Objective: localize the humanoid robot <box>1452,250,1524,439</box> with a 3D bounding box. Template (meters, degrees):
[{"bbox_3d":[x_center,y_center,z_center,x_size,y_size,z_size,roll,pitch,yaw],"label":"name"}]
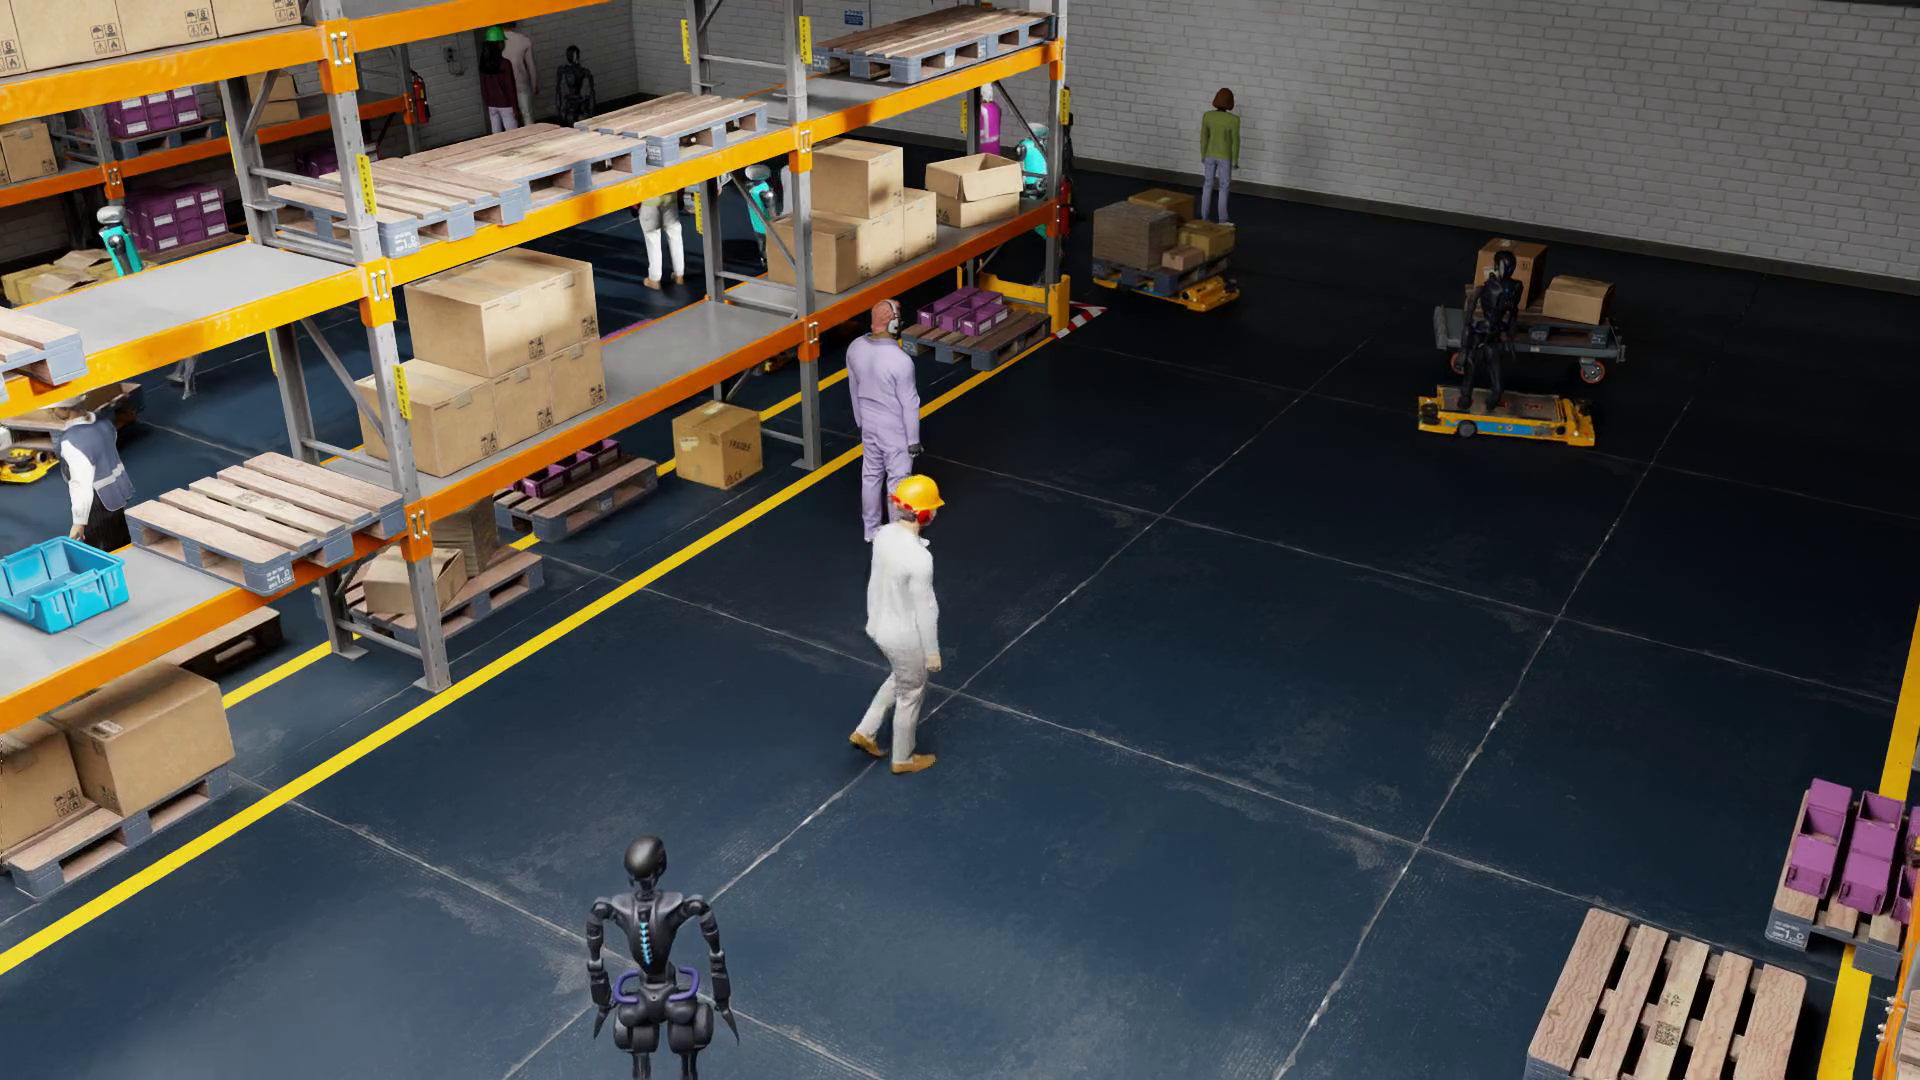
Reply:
[{"bbox_3d":[4.383,-1.633,13.861,0.609,1.643,0.339,-12,29,-23],"label":"humanoid robot"}]

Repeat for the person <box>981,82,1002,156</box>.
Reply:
[{"bbox_3d":[0.276,-4.430,19.194,0.367,1.841,0.528,18,32,32],"label":"person"}]

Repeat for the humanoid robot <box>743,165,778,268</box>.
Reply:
[{"bbox_3d":[-1.647,-2.728,16.026,0.815,1.832,0.530,-14,30,-26],"label":"humanoid robot"}]

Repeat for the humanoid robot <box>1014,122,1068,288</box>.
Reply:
[{"bbox_3d":[0.920,-3.373,17.288,0.695,1.857,0.548,17,31,29],"label":"humanoid robot"}]

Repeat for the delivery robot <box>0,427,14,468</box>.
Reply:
[{"bbox_3d":[-7.894,-0.648,13.162,0.517,0.598,0.769,10,29,19],"label":"delivery robot"}]

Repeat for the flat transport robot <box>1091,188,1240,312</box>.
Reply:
[{"bbox_3d":[2.170,-2.714,17.546,1.431,0.231,0.659,22,34,36],"label":"flat transport robot"}]

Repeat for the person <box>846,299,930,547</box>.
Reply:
[{"bbox_3d":[-0.507,-0.815,12.001,0.639,1.905,0.413,23,35,38],"label":"person"}]

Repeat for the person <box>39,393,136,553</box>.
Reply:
[{"bbox_3d":[-5.715,-0.242,11.031,0.441,1.755,0.746,-4,27,-8],"label":"person"}]

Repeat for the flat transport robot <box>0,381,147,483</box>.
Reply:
[{"bbox_3d":[-7.615,-0.865,13.903,0.659,0.231,1.431,5,27,9],"label":"flat transport robot"}]

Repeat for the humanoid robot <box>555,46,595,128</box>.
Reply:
[{"bbox_3d":[-5.027,-5.645,21.817,0.597,1.633,0.748,7,28,13],"label":"humanoid robot"}]

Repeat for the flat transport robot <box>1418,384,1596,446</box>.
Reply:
[{"bbox_3d":[4.687,-1.070,14.307,1.431,0.231,0.659,6,28,12],"label":"flat transport robot"}]

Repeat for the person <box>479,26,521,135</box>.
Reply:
[{"bbox_3d":[-5.882,-5.571,21.322,0.490,1.949,0.421,11,29,21],"label":"person"}]

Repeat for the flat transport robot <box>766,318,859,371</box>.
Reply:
[{"bbox_3d":[-1.658,-1.982,16.103,0.659,0.231,1.431,16,31,28],"label":"flat transport robot"}]

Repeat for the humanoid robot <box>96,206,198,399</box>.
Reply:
[{"bbox_3d":[-7.047,-2.098,14.722,0.765,1.788,0.535,-13,30,-24],"label":"humanoid robot"}]

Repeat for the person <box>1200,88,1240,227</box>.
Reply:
[{"bbox_3d":[3.037,-4.469,19.492,0.500,1.632,0.281,19,32,32],"label":"person"}]

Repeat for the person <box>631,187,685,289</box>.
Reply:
[{"bbox_3d":[-3.185,-3.569,17.494,0.632,1.841,0.429,-18,32,-31],"label":"person"}]

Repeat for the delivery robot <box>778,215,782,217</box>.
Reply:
[{"bbox_3d":[-1.880,-3.384,18.553,0.530,0.596,0.767,-1,27,-2],"label":"delivery robot"}]

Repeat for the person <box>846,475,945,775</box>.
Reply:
[{"bbox_3d":[-0.318,0.509,9.439,0.514,1.867,0.571,-13,30,-24],"label":"person"}]

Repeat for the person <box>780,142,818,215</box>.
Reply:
[{"bbox_3d":[-1.596,-3.292,17.060,0.617,1.729,0.472,17,32,30],"label":"person"}]

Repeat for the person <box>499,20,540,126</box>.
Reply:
[{"bbox_3d":[-6.010,-6.151,22.485,0.636,1.942,0.360,-4,27,-8],"label":"person"}]

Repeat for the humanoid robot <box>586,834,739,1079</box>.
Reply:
[{"bbox_3d":[-1.222,1.951,6.797,0.613,1.641,0.425,-1,27,-2],"label":"humanoid robot"}]

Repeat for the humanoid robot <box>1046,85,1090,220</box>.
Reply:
[{"bbox_3d":[1.173,-4.579,19.727,0.771,1.632,0.598,-10,28,-18],"label":"humanoid robot"}]
